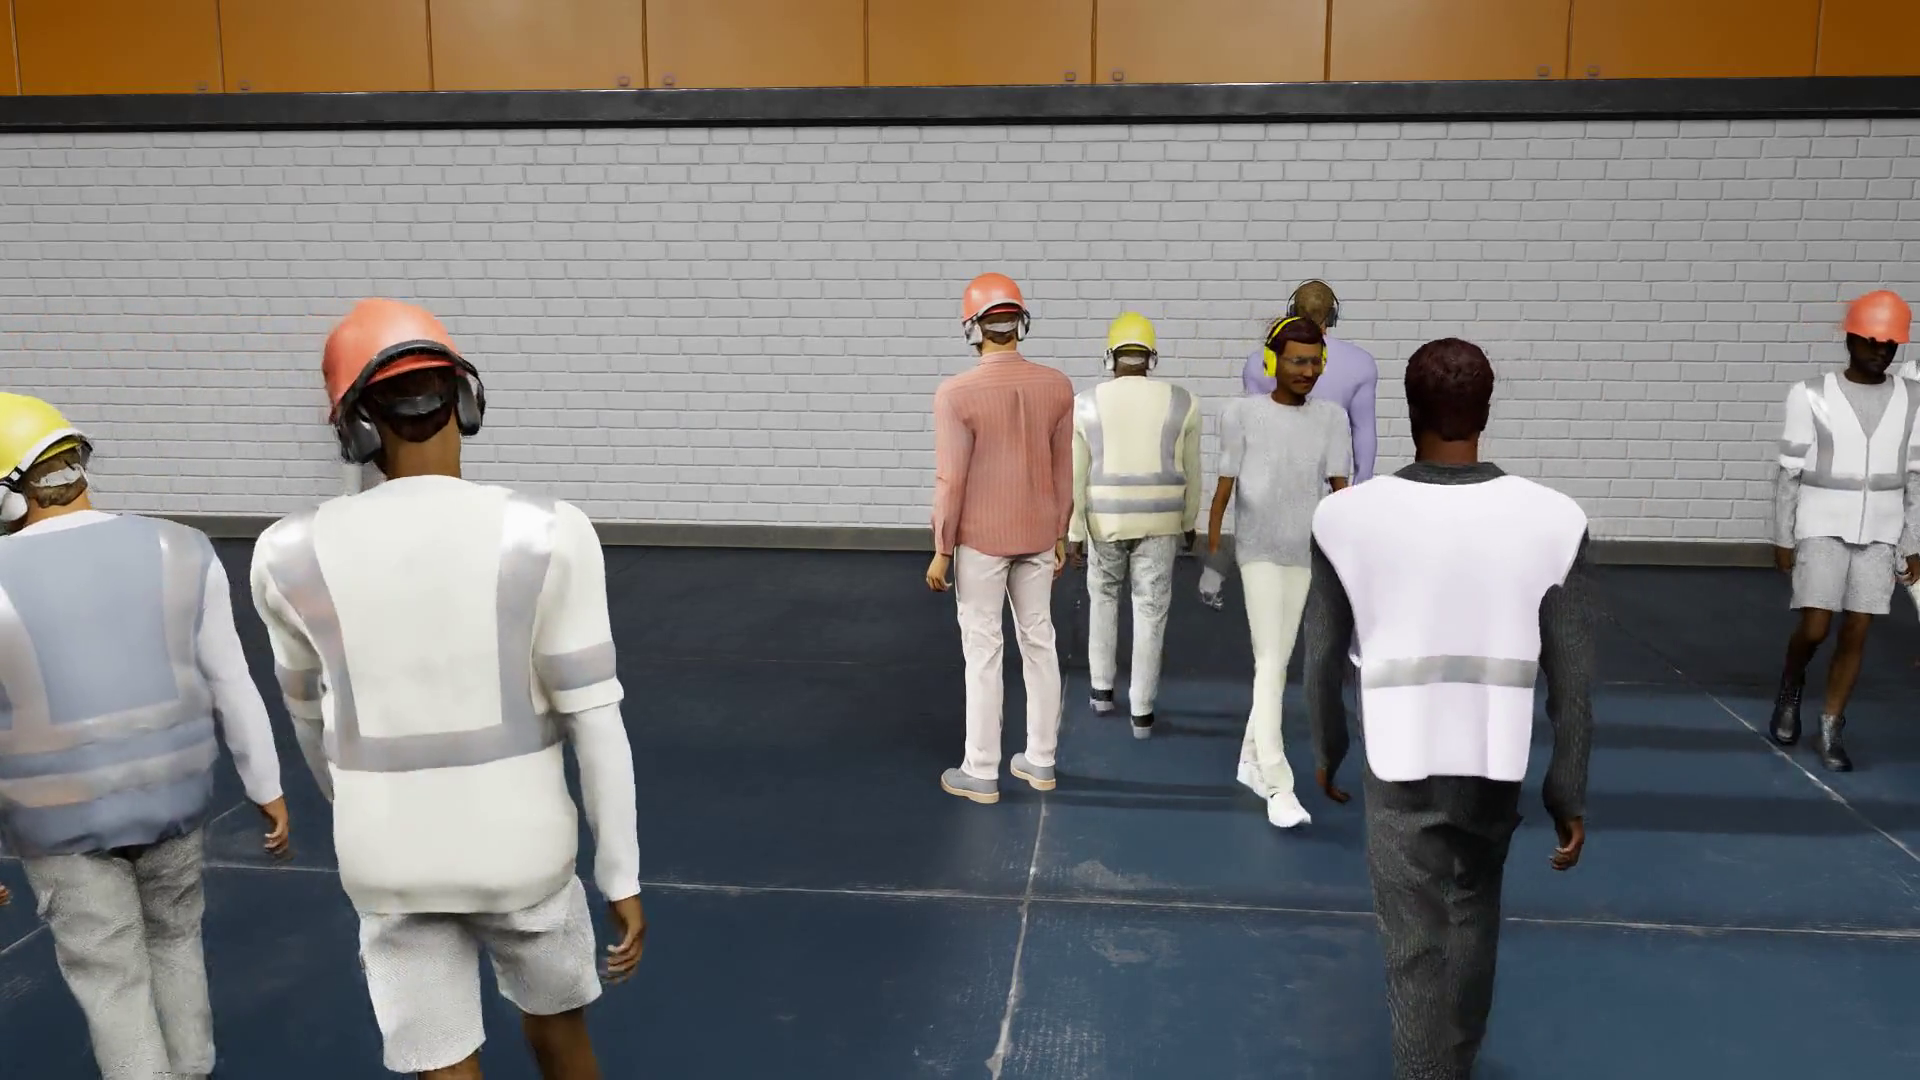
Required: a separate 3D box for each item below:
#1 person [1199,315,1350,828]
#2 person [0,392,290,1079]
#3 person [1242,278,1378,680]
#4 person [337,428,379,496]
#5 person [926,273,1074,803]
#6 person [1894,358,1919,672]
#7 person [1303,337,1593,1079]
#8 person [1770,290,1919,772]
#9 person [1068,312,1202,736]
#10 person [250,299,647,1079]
[{"bbox_3d":[1.214,0.117,6.034,0.539,1.827,0.892,-3,10,-14],"label":"person"},{"bbox_3d":[-1.874,0.561,3.642,0.657,1.779,0.712,-9,13,-40],"label":"person"},{"bbox_3d":[1.653,-0.267,7.932,0.635,1.937,0.352,2,10,10],"label":"person"},{"bbox_3d":[-3.981,-0.657,11.054,0.277,1.629,0.503,2,10,9],"label":"person"},{"bbox_3d":[0.149,-0.002,6.285,0.610,1.985,0.392,-6,11,-30],"label":"person"},{"bbox_3d":[4.713,-0.226,7.890,0.601,1.869,0.522,2,10,9],"label":"person"},{"bbox_3d":[1.064,0.493,3.770,0.589,1.874,0.926,1,10,3],"label":"person"},{"bbox_3d":[3.554,-0.031,6.634,0.539,1.920,0.447,2,10,11],"label":"person"},{"bbox_3d":[0.758,-0.086,7.293,0.595,1.805,0.724,1,10,7],"label":"person"},{"bbox_3d":[-0.912,0.558,3.087,0.646,1.980,0.881,-2,10,-9],"label":"person"}]
